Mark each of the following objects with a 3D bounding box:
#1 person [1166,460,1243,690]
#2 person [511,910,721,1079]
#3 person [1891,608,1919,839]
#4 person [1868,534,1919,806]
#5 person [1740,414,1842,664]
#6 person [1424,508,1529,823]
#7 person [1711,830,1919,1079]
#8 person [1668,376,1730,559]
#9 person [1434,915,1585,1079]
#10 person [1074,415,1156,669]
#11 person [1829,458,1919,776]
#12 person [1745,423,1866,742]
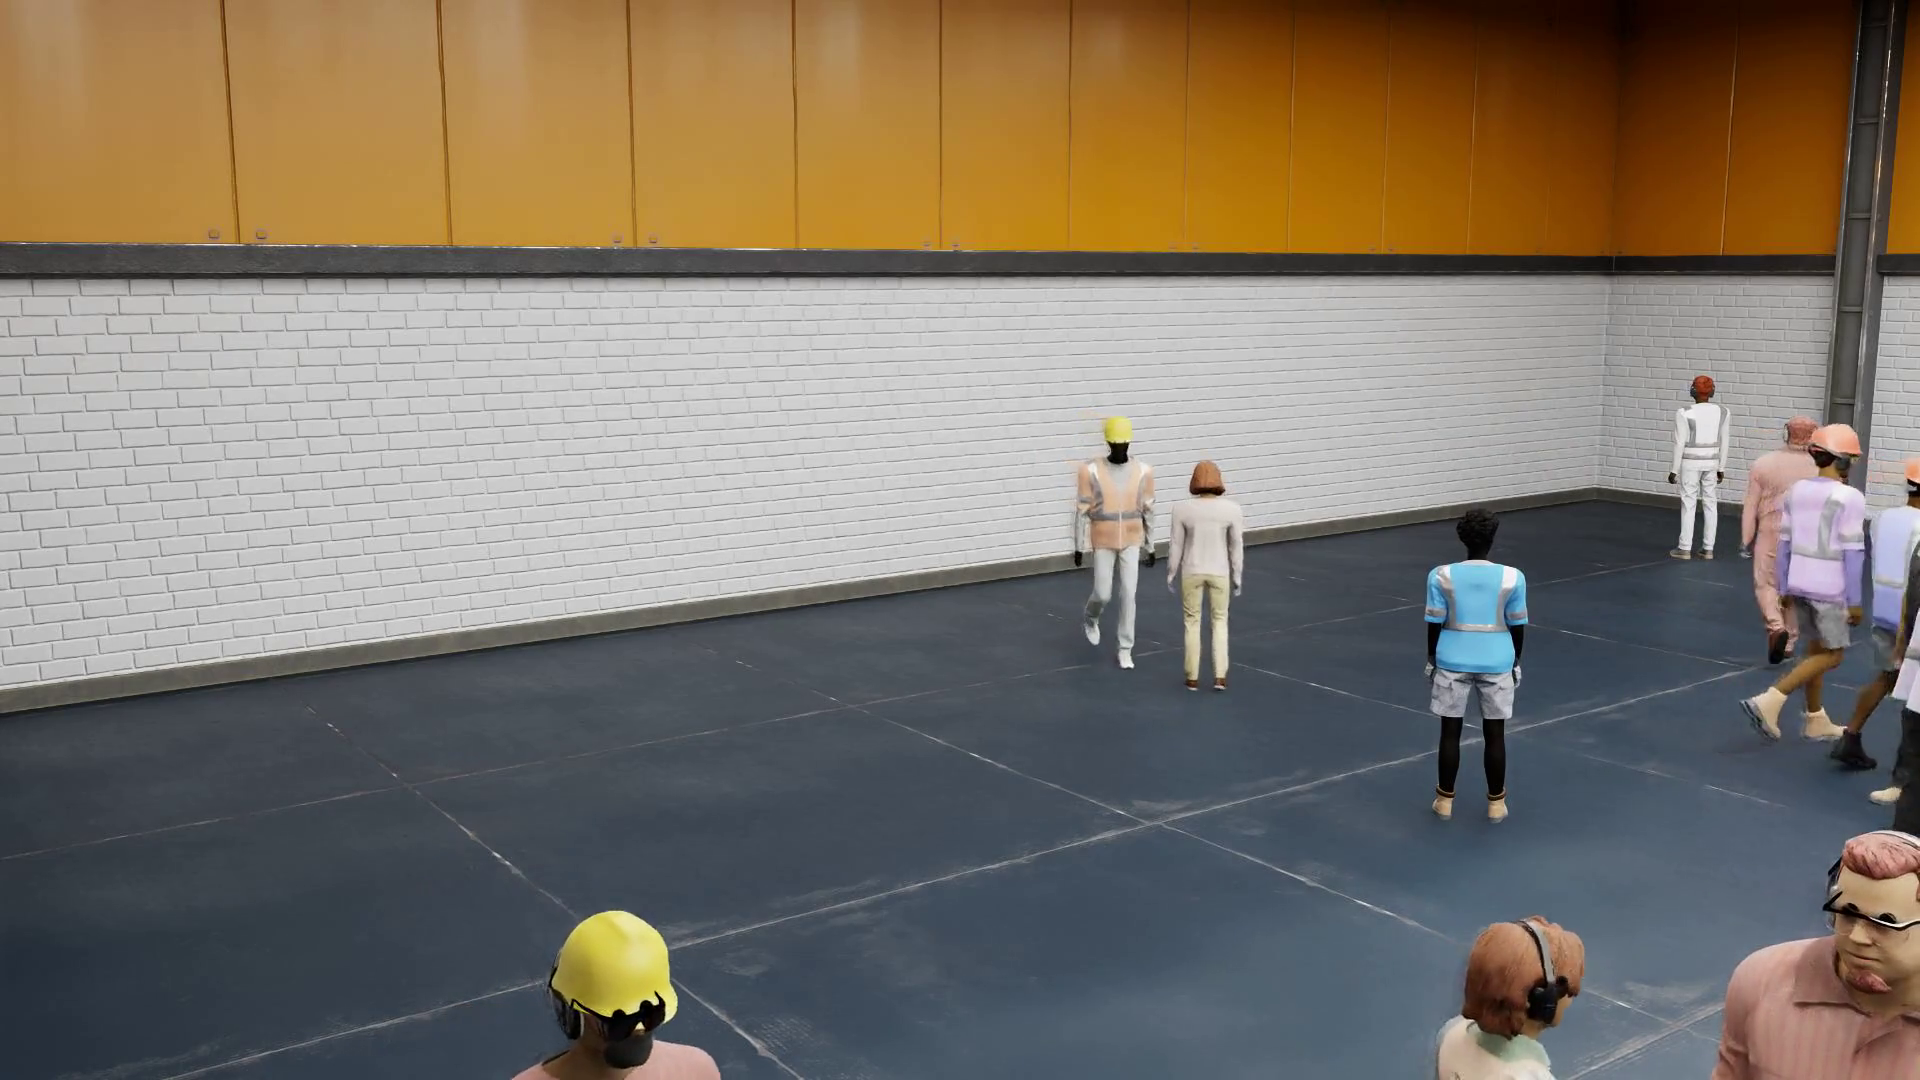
[{"bbox_3d":[1.723,0.252,11.702,0.517,1.634,0.269,1,9,5],"label":"person"},{"bbox_3d":[-0.613,1.569,3.186,0.552,1.741,0.696,-7,12,-38],"label":"person"},{"bbox_3d":[4.567,0.794,7.559,0.604,1.894,0.586,2,9,10],"label":"person"},{"bbox_3d":[5.261,0.587,8.964,0.344,1.847,0.505,-3,10,-16],"label":"person"},{"bbox_3d":[6.216,-0.001,12.457,0.644,1.887,0.765,2,10,14],"label":"person"},{"bbox_3d":[2.748,0.674,8.899,0.531,1.692,0.320,3,10,15],"label":"person"},{"bbox_3d":[1.744,1.485,3.242,0.403,1.906,0.652,-9,13,-44],"label":"person"},{"bbox_3d":[7.550,-0.736,17.013,0.574,1.883,0.355,-1,9,-3],"label":"person"},{"bbox_3d":[1.071,1.583,3.504,0.687,1.616,0.523,-1,9,-6],"label":"person"},{"bbox_3d":[1.147,-0.014,12.509,0.613,1.901,0.673,-1,9,-8],"label":"person"},{"bbox_3d":[5.483,0.454,9.604,0.446,1.912,0.576,-2,9,-11],"label":"person"},{"bbox_3d":[5.251,0.288,10.272,0.722,2.020,0.625,-2,9,-11],"label":"person"}]
